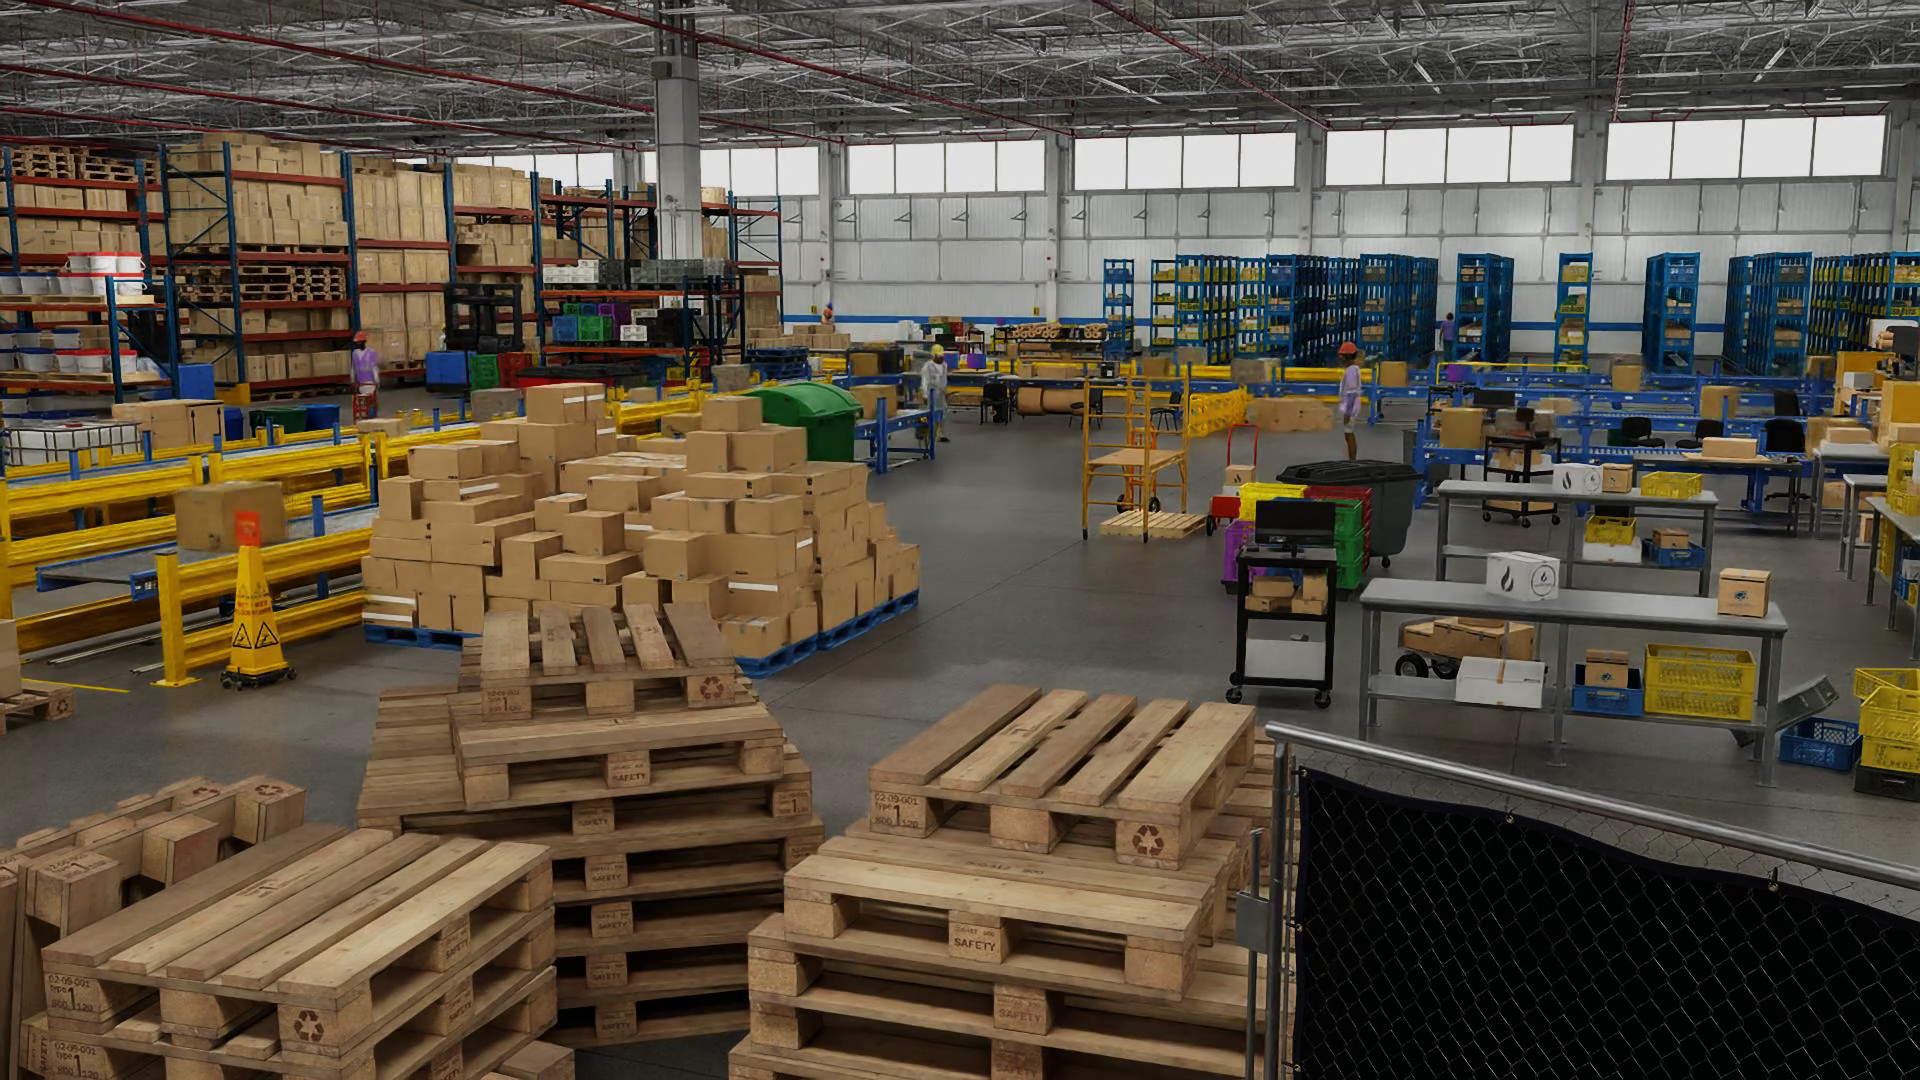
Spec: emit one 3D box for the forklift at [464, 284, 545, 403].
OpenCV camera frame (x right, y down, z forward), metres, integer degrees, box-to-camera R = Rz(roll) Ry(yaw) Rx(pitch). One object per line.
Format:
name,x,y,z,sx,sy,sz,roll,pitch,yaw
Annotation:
forklift,-10.832,-4.702,39.610,1.129,2.768,1.873,3,10,20

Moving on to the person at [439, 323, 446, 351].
person,-13.627,-4.887,44.273,0.329,1.765,0.527,7,11,37

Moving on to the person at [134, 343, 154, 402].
person,-16.390,-3.094,33.231,0.544,1.679,0.548,-1,9,-5

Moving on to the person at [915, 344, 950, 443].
person,-0.506,-2.675,30.275,0.603,1.803,0.817,-7,11,-38

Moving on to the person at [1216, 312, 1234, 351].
person,8.963,-6.813,56.277,0.604,1.796,0.902,1,9,6

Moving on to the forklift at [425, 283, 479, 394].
forklift,-12.767,-5.184,42.637,1.129,2.768,1.873,3,10,20

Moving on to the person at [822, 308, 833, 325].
person,-4.153,-6.254,52.128,0.377,1.995,0.612,0,9,2

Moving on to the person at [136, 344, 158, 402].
person,-16.667,-3.197,34.054,0.282,1.636,0.500,4,10,24

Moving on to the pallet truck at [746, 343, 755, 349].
pallet truck,-6.183,-4.618,44.264,1.601,1.201,0.680,-9,12,-43

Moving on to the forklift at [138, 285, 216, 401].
forklift,-17.480,-4.200,36.461,1.873,2.768,1.129,3,10,19

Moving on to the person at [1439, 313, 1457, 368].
person,16.099,-6.576,54.763,0.567,1.805,0.960,2,9,10

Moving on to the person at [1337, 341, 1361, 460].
person,5.819,-1.957,24.998,0.391,2.040,0.615,3,9,15

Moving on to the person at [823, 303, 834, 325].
person,-5.172,-8.356,65.546,0.384,1.925,0.673,-6,11,-34

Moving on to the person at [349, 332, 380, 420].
person,-11.856,-3.155,32.947,0.568,1.900,0.846,3,10,19

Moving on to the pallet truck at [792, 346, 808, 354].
pallet truck,-3.705,-4.298,42.022,0.653,1.274,1.630,3,10,20
